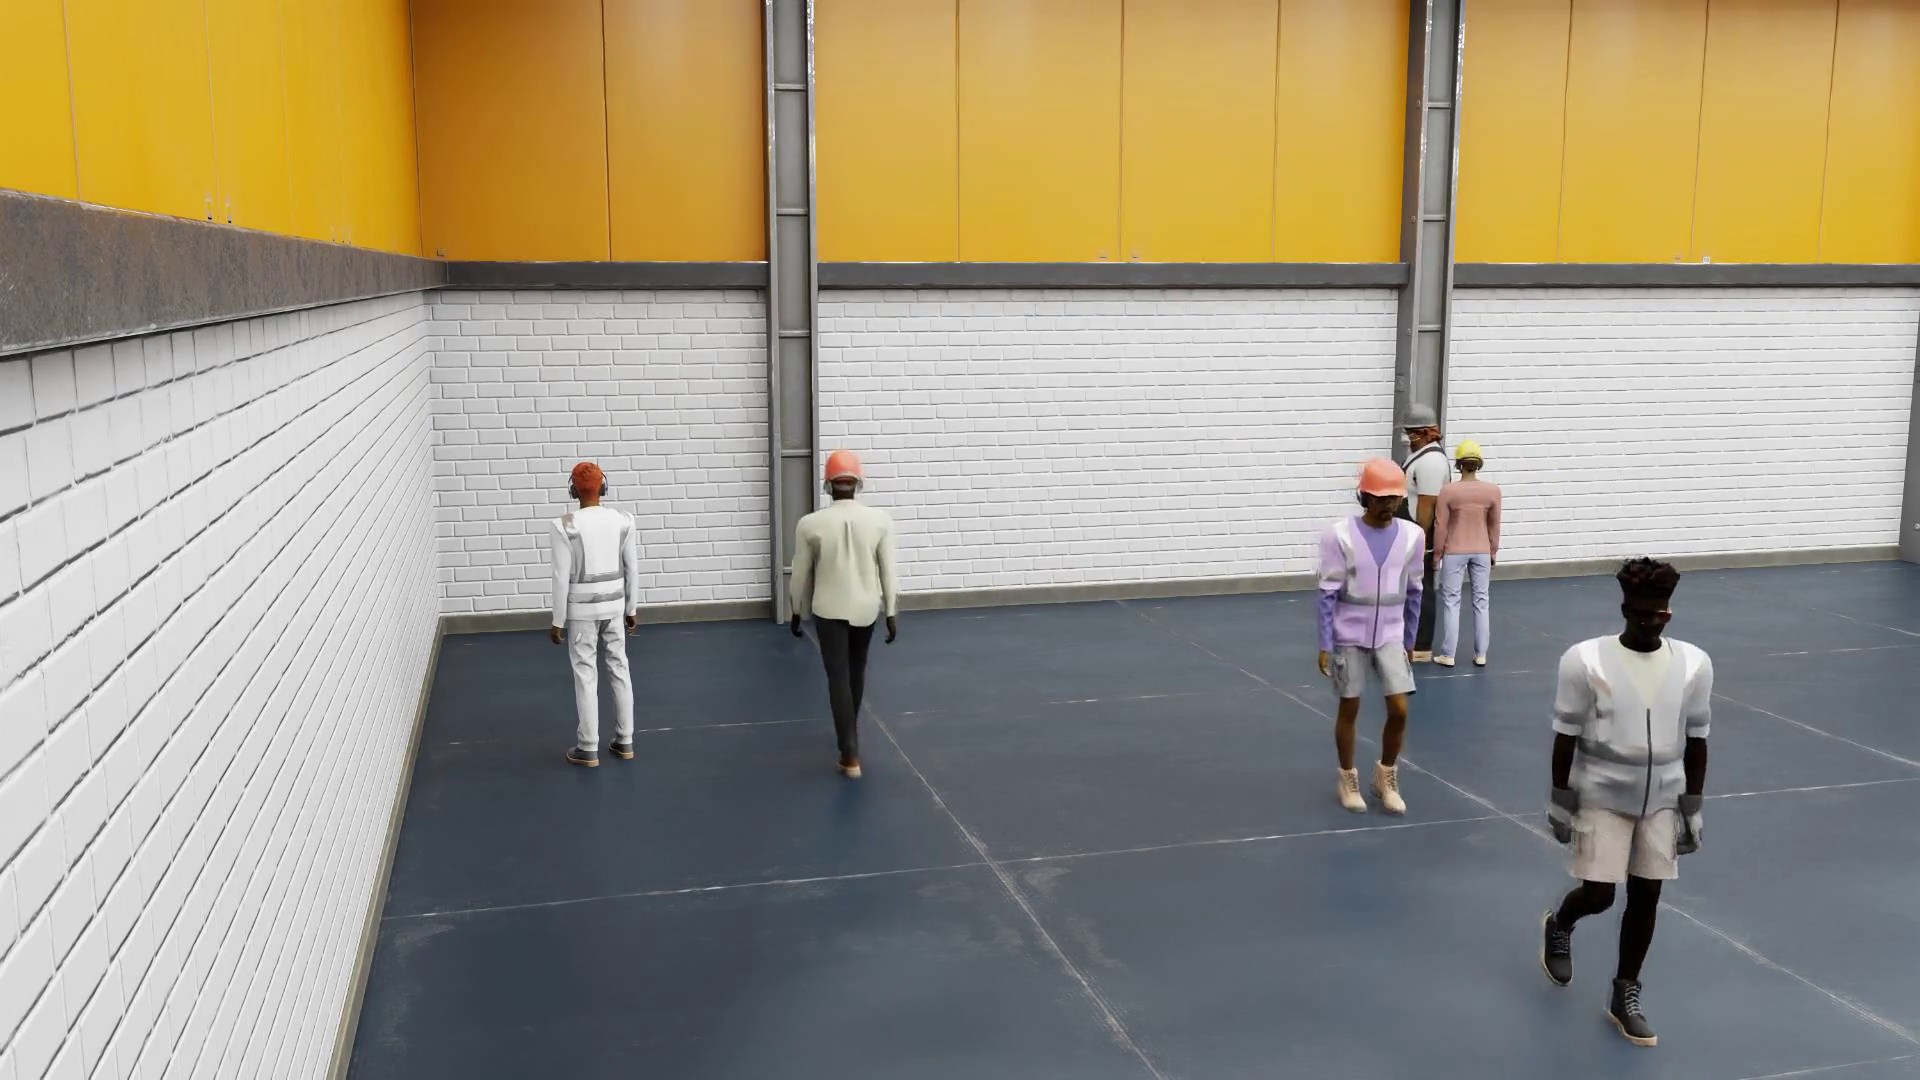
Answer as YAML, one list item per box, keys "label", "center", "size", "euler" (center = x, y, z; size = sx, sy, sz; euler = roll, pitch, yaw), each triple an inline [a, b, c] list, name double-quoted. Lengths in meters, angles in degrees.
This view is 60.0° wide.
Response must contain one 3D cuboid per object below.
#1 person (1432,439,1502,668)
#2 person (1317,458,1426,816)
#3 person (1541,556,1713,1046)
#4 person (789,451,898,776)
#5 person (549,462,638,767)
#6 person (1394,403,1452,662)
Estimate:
- label: "person"
  center: [3.889, 0.108, 12.806]
  size: [0.522, 1.769, 0.311]
  euler: [0, 9, -2]
- label: "person"
  center: [2.282, 0.552, 9.248]
  size: [0.633, 2.023, 0.575]
  euler: [0, 9, -2]
- label: "person"
  center: [2.657, 1.003, 6.682]
  size: [0.604, 1.945, 0.560]
  euler: [0, 9, -1]
- label: "person"
  center: [-0.738, 0.419, 10.319]
  size: [0.644, 1.937, 1.012]
  euler: [-3, 9, -16]
- label: "person"
  center: [-2.257, 0.455, 10.279]
  size: [0.584, 1.879, 0.337]
  euler: [-7, 12, -39]
- label: "person"
  center: [3.579, -0.073, 13.075]
  size: [0.535, 2.000, 0.687]
  euler: [2, 9, 12]
